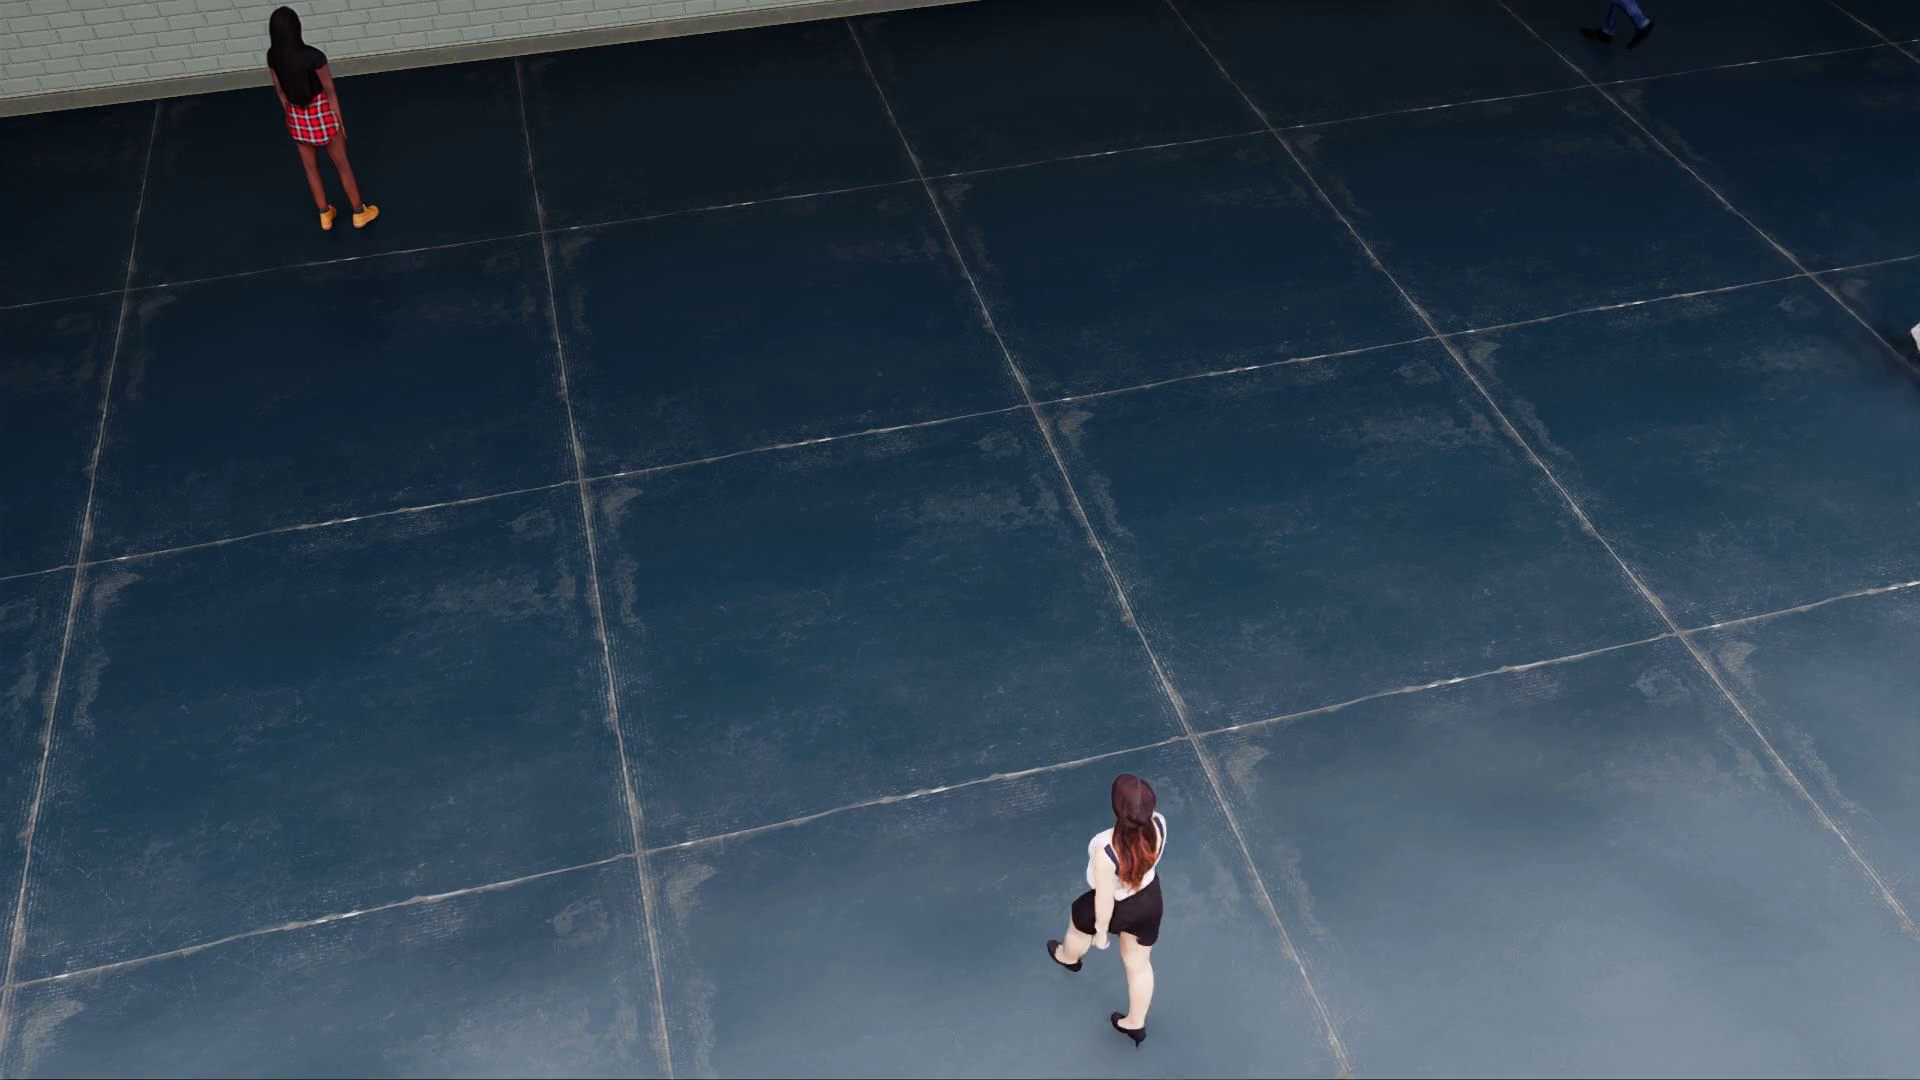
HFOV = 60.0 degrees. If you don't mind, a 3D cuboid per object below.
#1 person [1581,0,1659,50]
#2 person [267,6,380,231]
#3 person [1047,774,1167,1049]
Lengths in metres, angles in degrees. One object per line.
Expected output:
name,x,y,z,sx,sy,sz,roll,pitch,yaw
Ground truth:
person,5.845,-5.079,14.255,1.054,1.871,0.959,30,51,28
person,-4.745,-3.084,12.224,0.692,1.727,0.694,2,43,3
person,0.762,1.658,7.224,0.773,1.619,0.985,-26,49,-25
